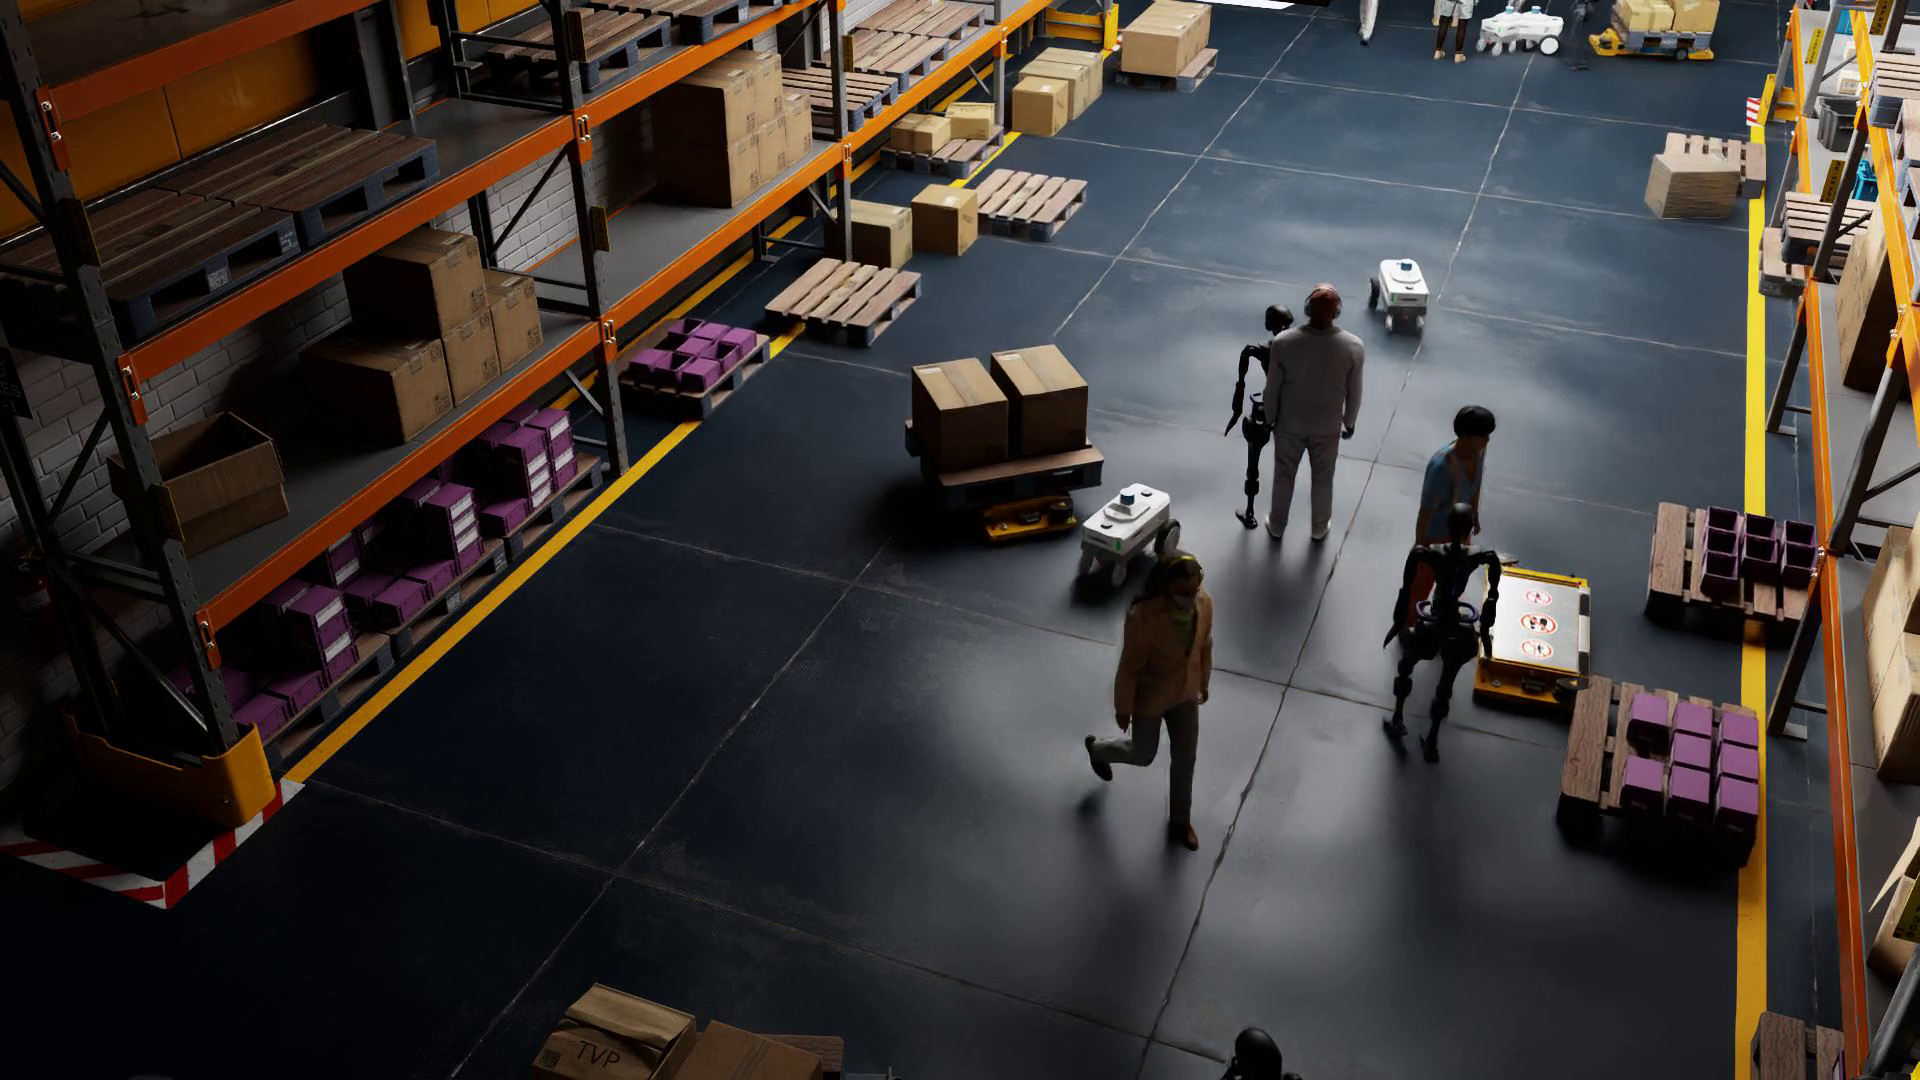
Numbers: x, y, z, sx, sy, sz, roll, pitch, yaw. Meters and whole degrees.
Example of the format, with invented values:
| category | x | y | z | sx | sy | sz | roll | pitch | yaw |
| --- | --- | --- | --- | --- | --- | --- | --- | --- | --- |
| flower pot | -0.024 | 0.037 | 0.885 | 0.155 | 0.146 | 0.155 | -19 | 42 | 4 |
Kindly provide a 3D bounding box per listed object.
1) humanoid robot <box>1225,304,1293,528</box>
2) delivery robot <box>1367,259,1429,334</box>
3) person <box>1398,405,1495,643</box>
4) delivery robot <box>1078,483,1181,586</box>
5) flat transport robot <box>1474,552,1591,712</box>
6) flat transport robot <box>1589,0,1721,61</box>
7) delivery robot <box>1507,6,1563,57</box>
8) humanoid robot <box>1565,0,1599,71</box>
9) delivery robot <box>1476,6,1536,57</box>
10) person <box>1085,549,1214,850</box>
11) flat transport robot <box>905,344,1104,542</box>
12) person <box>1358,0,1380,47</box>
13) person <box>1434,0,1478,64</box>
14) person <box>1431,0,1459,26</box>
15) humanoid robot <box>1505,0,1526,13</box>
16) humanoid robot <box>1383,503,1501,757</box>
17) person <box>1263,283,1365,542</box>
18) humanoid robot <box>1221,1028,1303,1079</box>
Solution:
| category | x | y | z | sx | sy | sz | roll | pitch | yaw |
| --- | --- | --- | --- | --- | --- | --- | --- | --- | --- |
| humanoid robot | 2.168 | -0.870 | 11.626 | 0.599 | 1.659 | 0.315 | -2 | 33 | -4 |
| delivery robot | 3.917 | -2.202 | 14.751 | 0.499 | 0.611 | 0.792 | 2 | 33 | 3 |
| person | 3.026 | -0.071 | 10.333 | 0.584 | 1.757 | 0.363 | -27 | 41 | -35 |
| delivery robot | 1.154 | -0.082 | 11.468 | 0.499 | 0.608 | 0.799 | 22 | 39 | 30 |
| flat transport robot | 3.691 | 0.579 | 10.696 | 0.659 | 0.231 | 1.431 | 10 | 34 | 15 |
| flat transport robot | 8.954 | -6.433 | 21.548 | 1.431 | 0.231 | 0.659 | 4 | 33 | 6 |
| delivery robot | 7.438 | -6.593 | 21.531 | 0.766 | 0.594 | 0.525 | 8 | 34 | 12 |
| humanoid robot | 7.767 | -6.671 | 20.622 | 0.408 | 1.637 | 0.590 | 5 | 33 | 8 |
| delivery robot | 7.098 | -6.602 | 21.564 | 0.815 | 0.614 | 0.499 | -20 | 38 | -28 |
| person | 1.055 | 0.771 | 8.953 | 0.596 | 1.843 | 0.760 | -17 | 36 | -24 |
| flat transport robot | 0.307 | -0.463 | 12.309 | 0.659 | 0.231 | 1.431 | -10 | 34 | -15 |
| person | 5.337 | -7.394 | 21.584 | 0.556 | 1.837 | 1.021 | 12 | 35 | 18 |
| person | 6.280 | -6.862 | 20.900 | 0.533 | 1.692 | 0.320 | 22 | 39 | 30 |
| person | 6.627 | -7.801 | 22.274 | 0.469 | 1.778 | 0.312 | 10 | 34 | 14 |
| humanoid robot | 7.426 | -7.647 | 22.087 | 0.703 | 1.812 | 0.545 | -17 | 37 | -25 |
| humanoid robot | 2.757 | 0.497 | 9.519 | 0.613 | 1.649 | 0.358 | 3 | 33 | 4 |
| person | 2.403 | -0.861 | 11.419 | 0.650 | 1.904 | 0.406 | 5 | 33 | 7 |
| humanoid robot | 1.022 | 2.452 | 6.495 | 0.592 | 1.643 | 0.471 | -13 | 35 | -19 |
